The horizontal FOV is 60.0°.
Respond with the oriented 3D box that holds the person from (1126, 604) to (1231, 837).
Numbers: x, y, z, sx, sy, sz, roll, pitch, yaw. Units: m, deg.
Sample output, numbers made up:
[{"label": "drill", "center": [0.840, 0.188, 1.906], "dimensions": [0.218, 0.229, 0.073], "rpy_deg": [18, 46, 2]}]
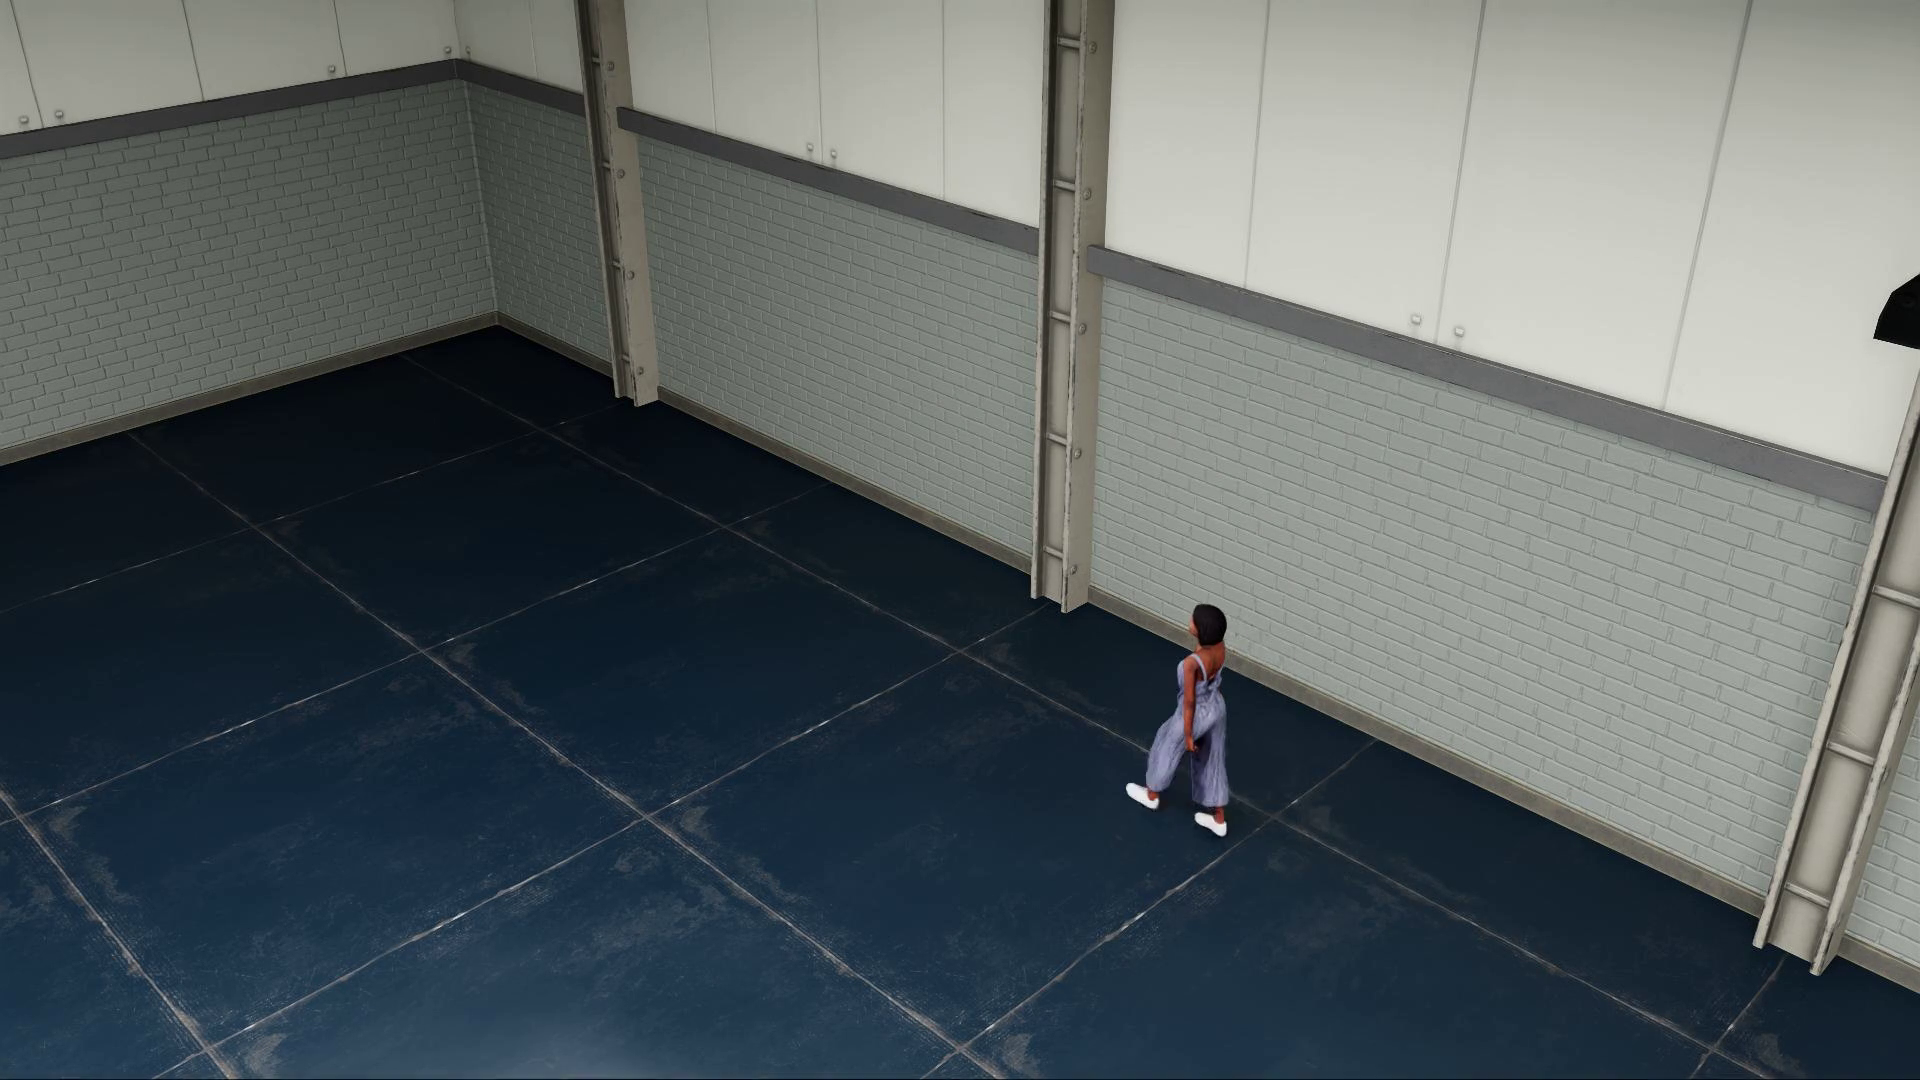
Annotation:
[{"label": "person", "center": [1.619, 1.195, 10.736], "dimensions": [0.606, 1.668, 0.966], "rpy_deg": [-21, 35, -34]}]
